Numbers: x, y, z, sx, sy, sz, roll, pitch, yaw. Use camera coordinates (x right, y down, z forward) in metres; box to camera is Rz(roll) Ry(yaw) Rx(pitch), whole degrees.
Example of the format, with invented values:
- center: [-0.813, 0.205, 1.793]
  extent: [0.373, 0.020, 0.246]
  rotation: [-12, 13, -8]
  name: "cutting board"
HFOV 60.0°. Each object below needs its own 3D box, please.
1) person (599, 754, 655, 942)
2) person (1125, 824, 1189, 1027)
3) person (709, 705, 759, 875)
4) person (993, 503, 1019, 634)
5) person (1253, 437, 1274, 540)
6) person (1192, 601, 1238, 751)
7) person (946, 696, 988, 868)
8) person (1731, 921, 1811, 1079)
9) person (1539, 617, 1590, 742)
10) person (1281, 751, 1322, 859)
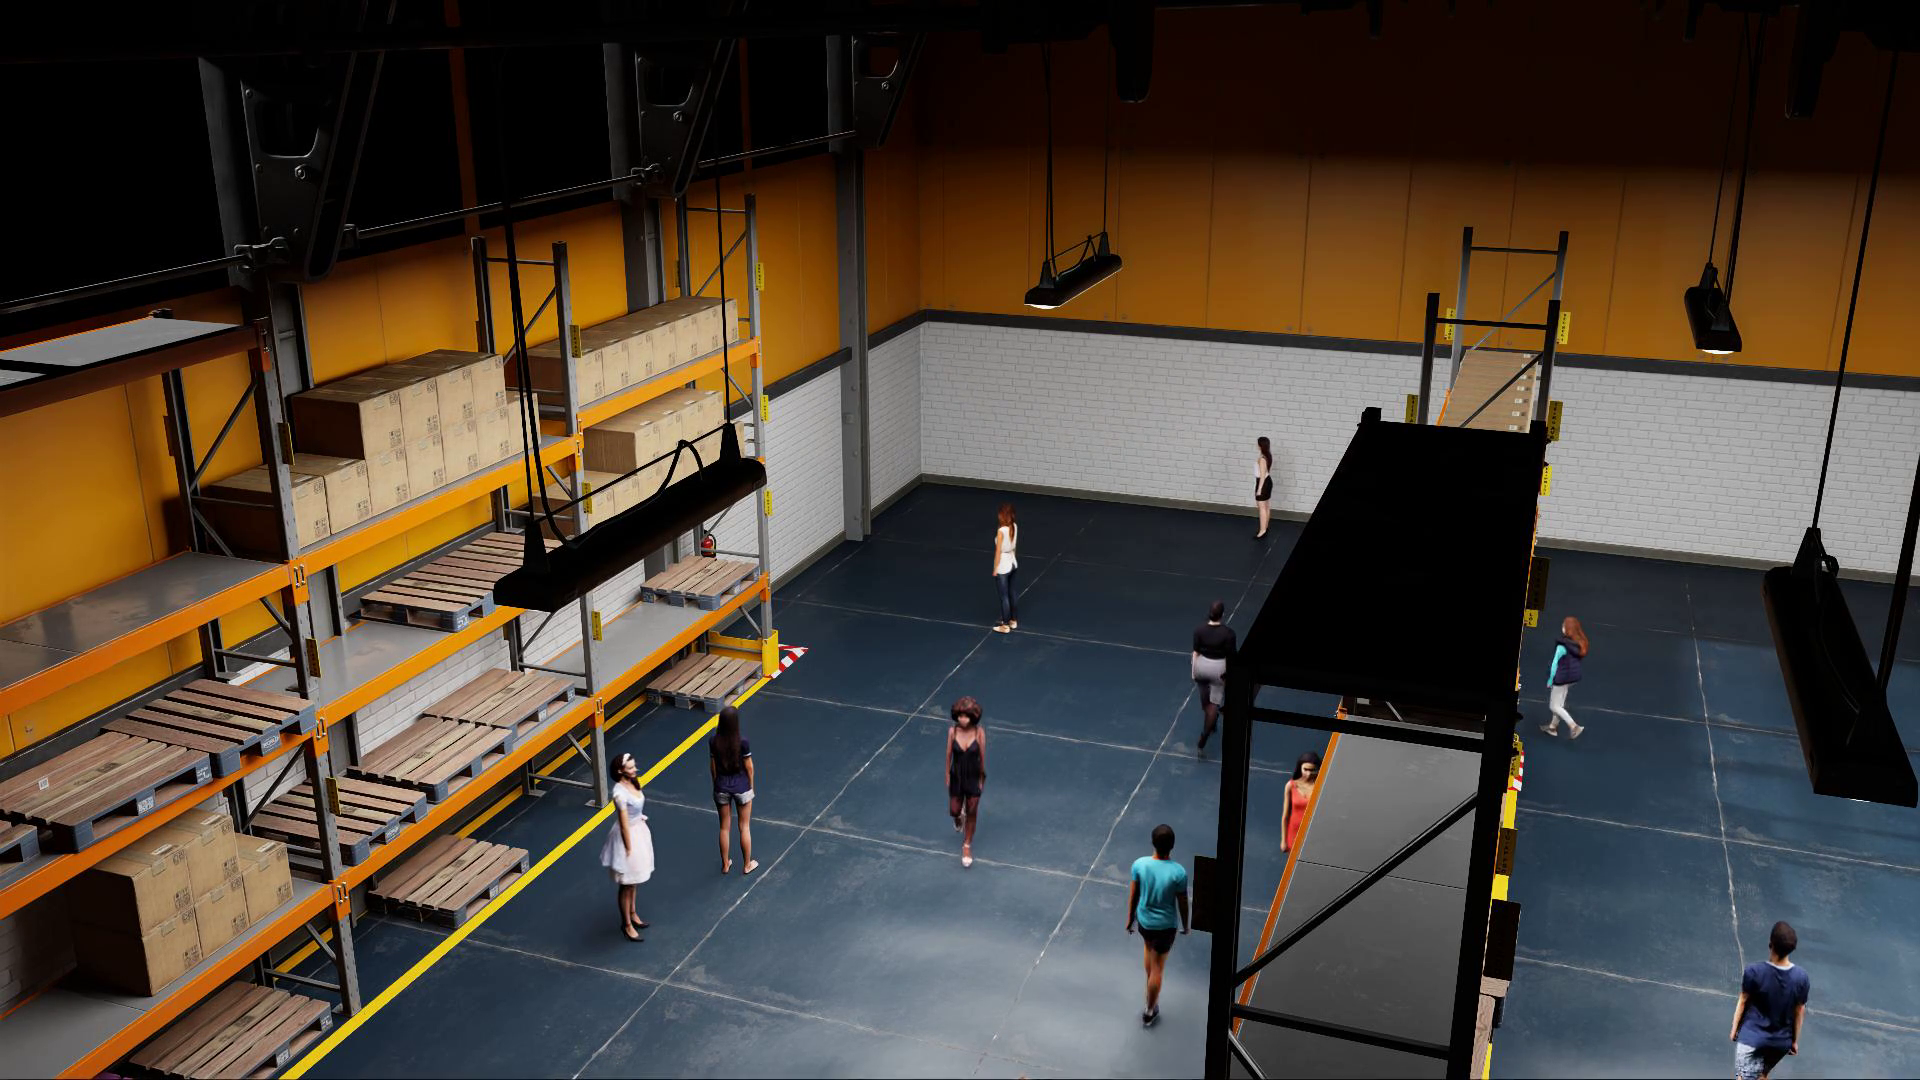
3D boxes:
- center: [-3.013, 2.772, 15.129]
  extent: [0.845, 1.819, 0.757]
  rotation: [1, 19, 3]
  name: "person"
- center: [1.615, 3.237, 13.848]
  extent: [0.665, 1.754, 0.876]
  rotation: [8, 20, 22]
  name: "person"
- center: [-2.217, 2.435, 16.211]
  extent: [0.616, 1.767, 0.590]
  rotation: [2, 19, 6]
  name: "person"
- center: [0.636, 0.371, 22.311]
  extent: [0.692, 1.784, 0.536]
  rotation: [12, 22, 31]
  name: "person"
- center: [4.761, -0.825, 26.074]
  extent: [0.623, 1.649, 0.468]
  rotation: [8, 20, 23]
  name: "person"
- center: [2.846, 1.564, 18.860]
  extent: [0.741, 1.726, 1.135]
  rotation: [9, 21, 25]
  name: "person"
- center: [0.071, 2.344, 16.467]
  extent: [0.695, 1.775, 0.878]
  rotation: [2, 19, 5]
  name: "person"
- center: [5.968, 3.730, 12.287]
  extent: [0.776, 1.817, 1.180]
  rotation: [2, 19, 7]
  name: "person"
- center: [6.970, 1.612, 19.090]
  extent: [0.860, 1.488, 0.868]
  rotation: [-13, 23, -35]
  name: "person"
- center: [3.201, 2.734, 15.402]
  extent: [0.607, 1.716, 0.573]
  rotation: [3, 19, 8]
  name: "person"
